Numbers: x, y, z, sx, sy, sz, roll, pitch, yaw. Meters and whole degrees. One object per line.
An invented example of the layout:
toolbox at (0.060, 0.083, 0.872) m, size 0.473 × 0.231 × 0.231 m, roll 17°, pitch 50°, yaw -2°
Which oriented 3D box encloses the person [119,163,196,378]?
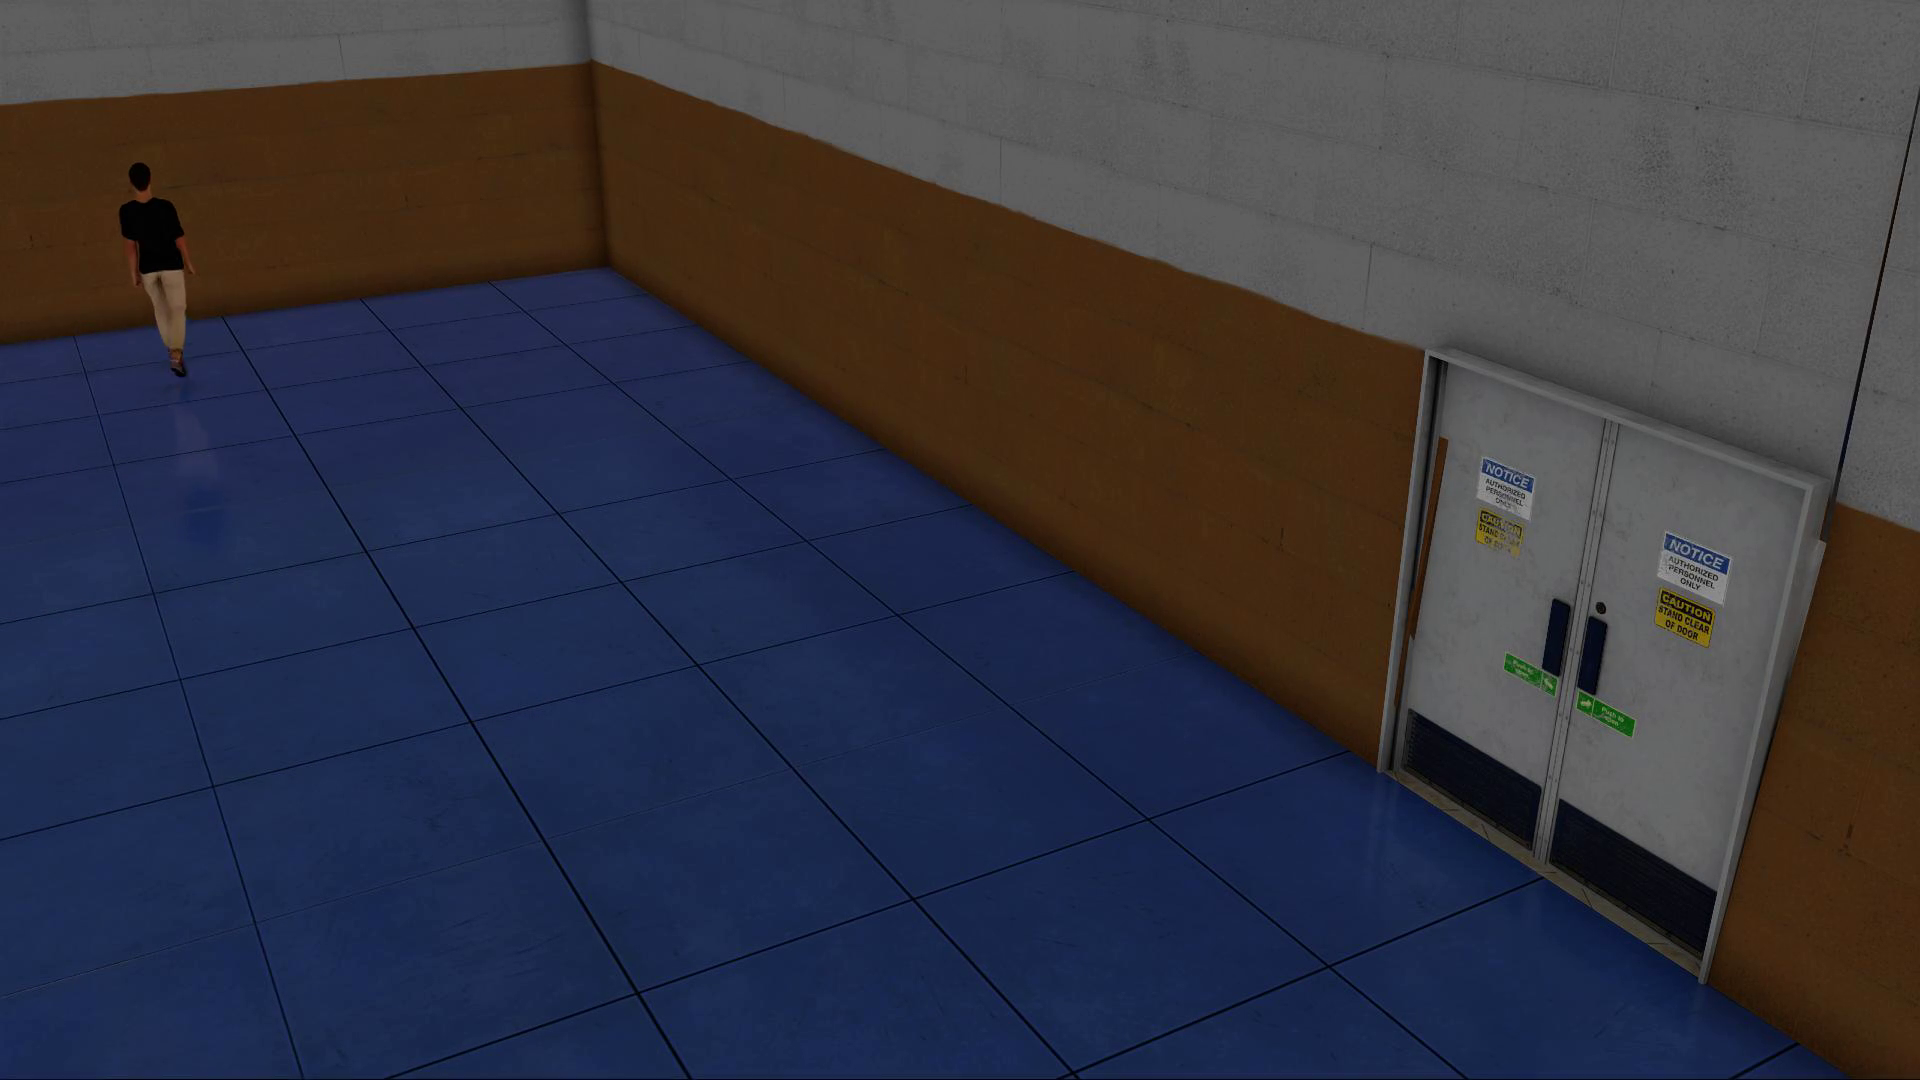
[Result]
person at (-6.930, -2.305, 14.444) m, size 1.185 × 1.822 × 0.946 m, roll -5°, pitch 24°, yaw -11°
